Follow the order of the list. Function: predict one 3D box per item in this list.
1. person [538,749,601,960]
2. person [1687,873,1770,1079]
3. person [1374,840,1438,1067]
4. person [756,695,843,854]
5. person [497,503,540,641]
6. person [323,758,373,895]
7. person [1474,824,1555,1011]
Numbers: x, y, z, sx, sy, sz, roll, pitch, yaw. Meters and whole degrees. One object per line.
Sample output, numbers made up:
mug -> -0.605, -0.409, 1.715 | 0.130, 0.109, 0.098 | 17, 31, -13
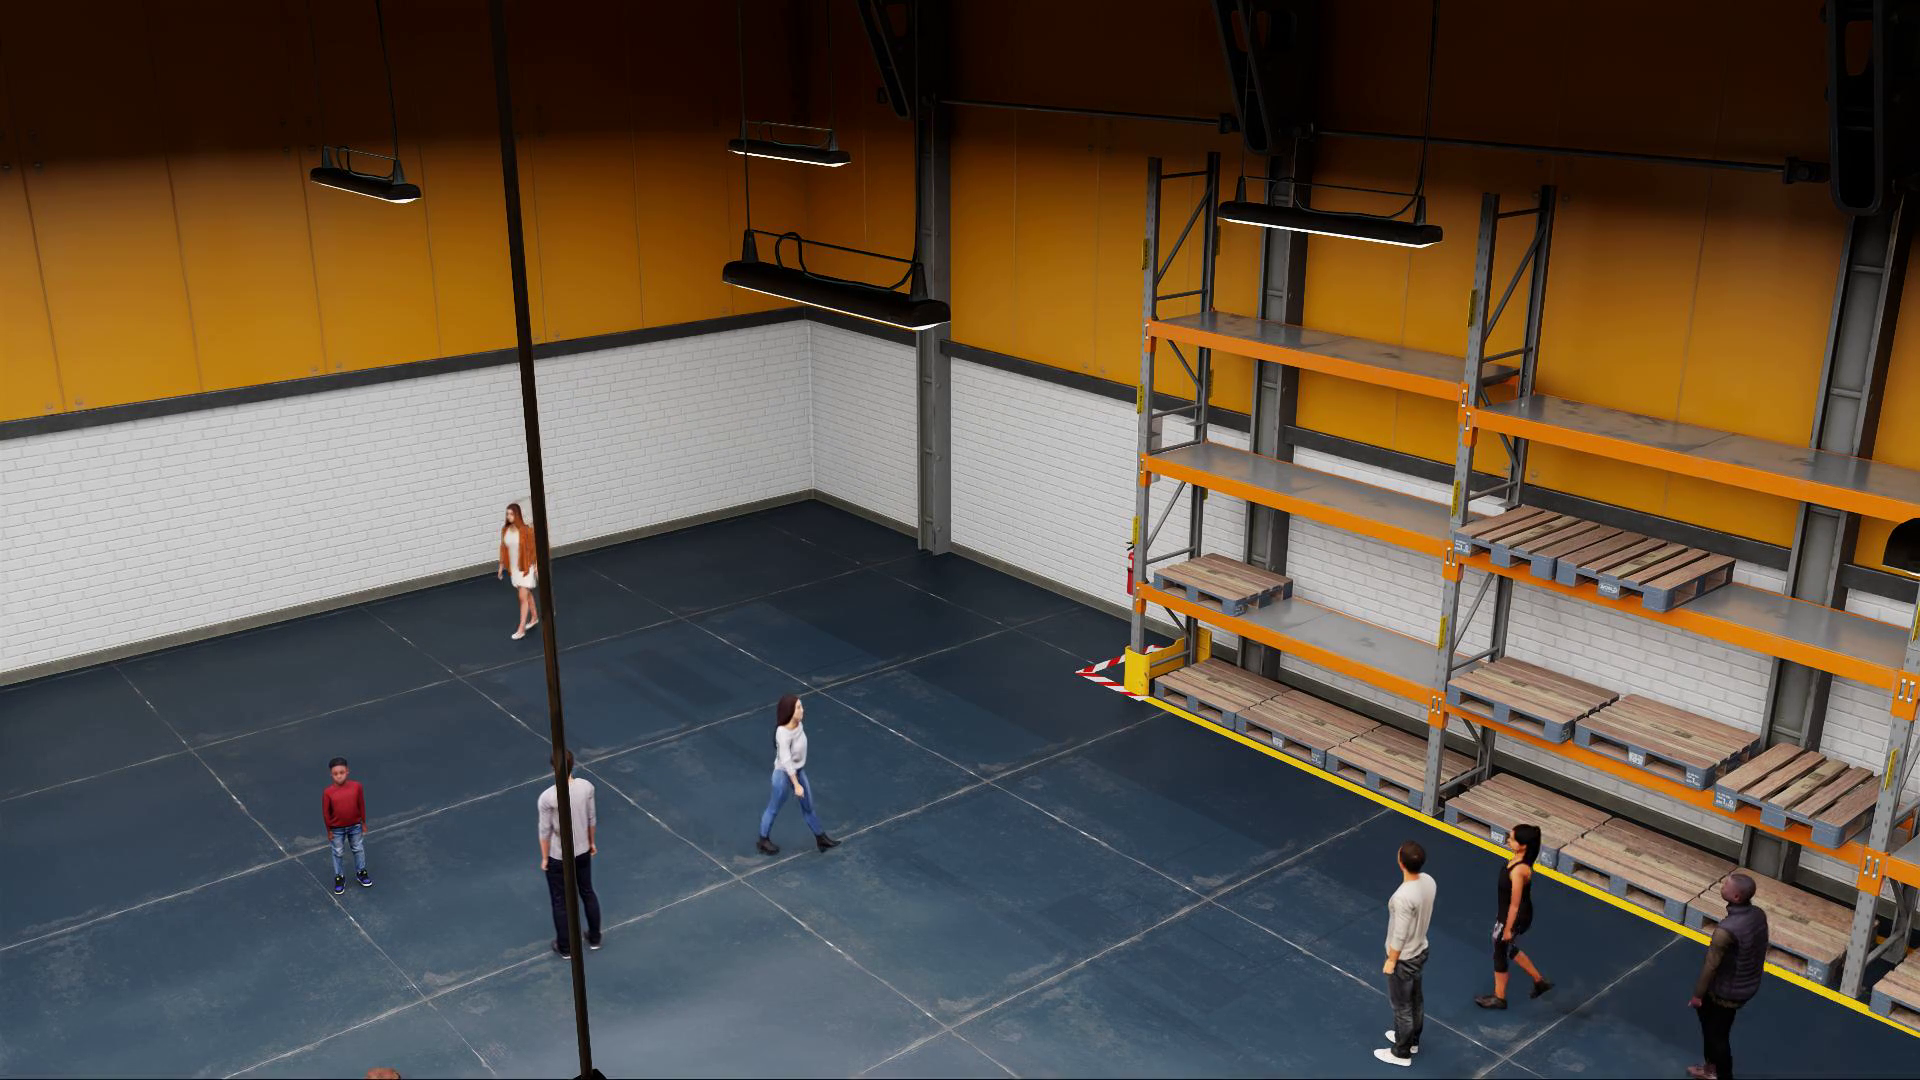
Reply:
person -> -3.233, 2.574, 13.740 | 0.643, 1.841, 0.529 | -16, 24, -39
person -> 5.544, 3.229, 11.827 | 0.705, 1.821, 0.643 | -15, 24, -38
person -> 3.337, 3.057, 12.354 | 0.602, 1.810, 0.680 | 15, 24, 38
person -> -1.662, 2.188, 15.284 | 1.123, 1.586, 0.958 | 6, 19, 16
person -> -5.393, 0.329, 20.639 | 1.002, 1.693, 0.931 | 9, 20, 24
person -> -5.478, 2.517, 14.826 | 0.539, 1.255, 0.533 | -10, 21, -28
person -> 4.383, 2.943, 12.946 | 0.916, 1.647, 0.798 | 7, 20, 20
